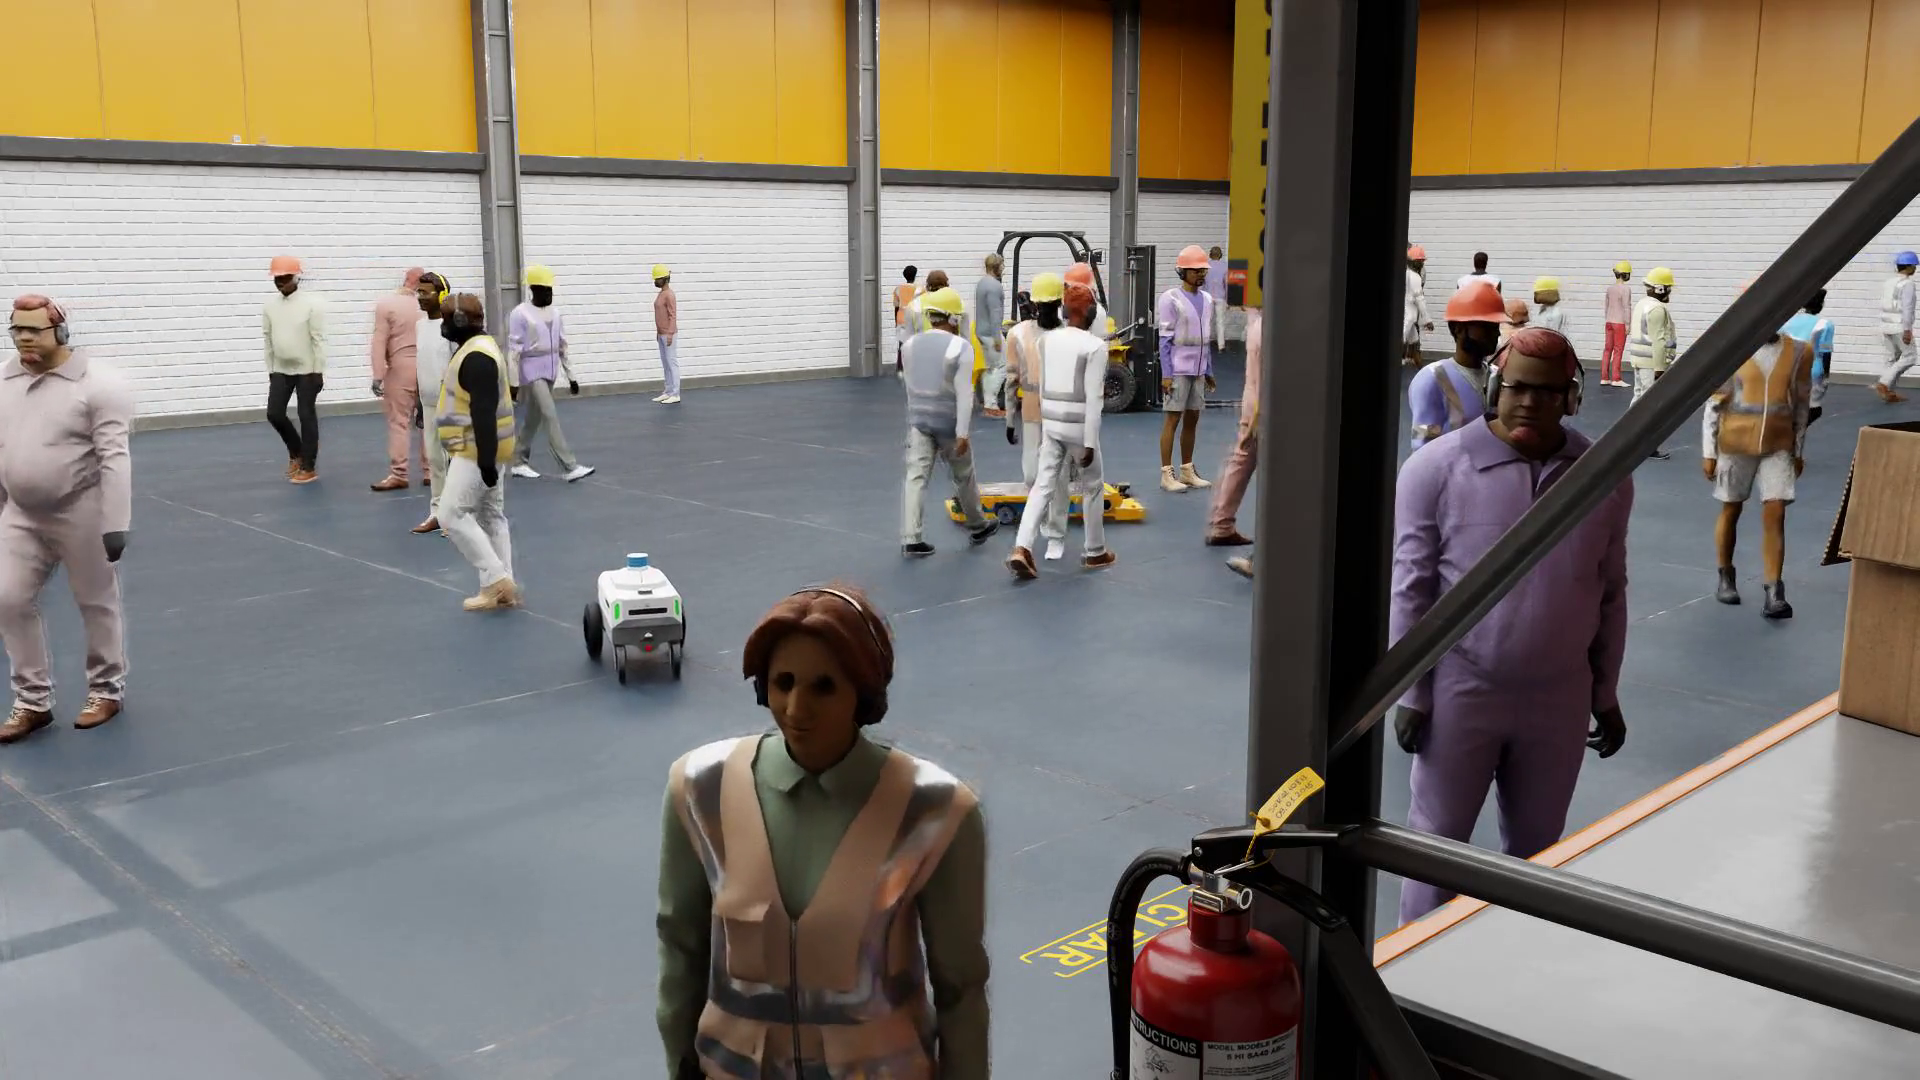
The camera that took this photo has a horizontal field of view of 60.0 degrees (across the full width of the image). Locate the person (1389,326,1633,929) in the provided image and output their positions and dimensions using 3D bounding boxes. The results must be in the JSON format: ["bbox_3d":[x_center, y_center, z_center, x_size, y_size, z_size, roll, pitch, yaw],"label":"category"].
[{"bbox_3d":[1.439,0.399,4.351,0.638,1.904,0.402,-1,10,-3],"label":"person"}]

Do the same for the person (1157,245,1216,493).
[{"bbox_3d":[1.910,-1.419,13.871,0.605,2.045,0.379,-9,13,-39],"label":"person"}]

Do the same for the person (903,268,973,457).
[{"bbox_3d":[-0.215,-1.688,15.954,0.671,1.821,0.512,1,10,4],"label":"person"}]

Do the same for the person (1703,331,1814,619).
[{"bbox_3d":[4.478,-0.514,9.339,0.572,1.891,0.929,2,11,13],"label":"person"}]

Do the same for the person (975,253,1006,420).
[{"bbox_3d":[0.384,-2.356,19.289,0.426,1.928,0.682,-2,11,-13],"label":"person"}]

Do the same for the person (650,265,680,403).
[{"bbox_3d":[-3.765,-2.619,21.199,0.326,1.760,0.524,-5,12,-27],"label":"person"}]

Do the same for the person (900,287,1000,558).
[{"bbox_3d":[-0.091,-0.796,11.182,0.590,1.775,0.946,7,12,32],"label":"person"}]

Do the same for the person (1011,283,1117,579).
[{"bbox_3d":[0.650,-0.677,10.395,0.586,1.848,0.961,9,14,40],"label":"person"}]

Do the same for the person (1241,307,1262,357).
[{"bbox_3d":[5.250,-4.219,29.306,0.615,1.987,0.402,-1,10,-6],"label":"person"}]

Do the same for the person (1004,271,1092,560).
[{"bbox_3d":[0.600,-0.835,11.091,0.597,1.905,0.653,2,11,11],"label":"person"}]

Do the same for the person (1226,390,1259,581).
[{"bbox_3d":[2.030,-0.636,10.298,0.997,1.786,0.511,-6,12,-31],"label":"person"}]

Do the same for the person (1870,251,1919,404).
[{"bbox_3d":[11.852,-2.673,20.991,0.429,1.936,0.630,1,10,6],"label":"person"}]

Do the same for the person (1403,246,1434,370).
[{"bbox_3d":[6.255,-3.081,23.123,1.094,1.984,0.612,0,10,-1],"label":"person"}]

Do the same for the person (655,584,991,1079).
[{"bbox_3d":[-0.212,0.861,2.558,0.539,1.624,0.386,2,11,11],"label":"person"}]

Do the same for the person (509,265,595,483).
[{"bbox_3d":[-3.590,-1.439,14.437,0.978,1.870,0.610,5,11,24],"label":"person"}]

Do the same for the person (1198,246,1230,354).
[{"bbox_3d":[4.611,-4.340,30.091,0.628,1.940,0.373,4,11,23],"label":"person"}]

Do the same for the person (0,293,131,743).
[{"bbox_3d":[-3.852,-0.085,7.021,0.687,1.880,0.719,1,10,3],"label":"person"}]

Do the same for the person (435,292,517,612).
[{"bbox_3d":[-2.747,-0.484,9.409,0.454,1.818,0.636,-2,11,-13],"label":"person"}]

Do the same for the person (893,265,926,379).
[{"bbox_3d":[-0.741,-3.218,24.658,0.533,1.692,0.321,4,11,20],"label":"person"}]

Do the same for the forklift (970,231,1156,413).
[{"bbox_3d":[1.222,-2.721,20.561,2.313,2.155,1.214,2,11,13],"label":"forklift"}]

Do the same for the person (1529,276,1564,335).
[{"bbox_3d":[5.921,-1.806,16.868,0.413,1.723,0.484,-2,11,-11],"label":"person"}]

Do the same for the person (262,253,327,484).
[{"bbox_3d":[-5.735,-1.468,14.330,0.615,1.980,0.422,2,11,10],"label":"person"}]

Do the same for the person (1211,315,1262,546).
[{"bbox_3d":[2.202,-0.845,11.275,1.014,1.839,0.654,0,10,-1],"label":"person"}]

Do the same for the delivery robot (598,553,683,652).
[{"bbox_3d":[-1.593,0.309,8.256,0.477,0.478,0.707,-3,11,-17],"label":"delivery robot"}]

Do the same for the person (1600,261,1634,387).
[{"bbox_3d":[9.309,-3.045,23.502,0.312,1.768,0.530,-3,11,-13],"label":"person"}]

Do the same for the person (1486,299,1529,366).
[{"bbox_3d":[4.584,-1.172,13.709,0.522,1.604,0.430,3,11,14],"label":"person"}]

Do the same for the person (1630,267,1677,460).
[{"bbox_3d":[6.639,-1.692,15.937,0.403,1.833,0.586,1,10,4],"label":"person"}]

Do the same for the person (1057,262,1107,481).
[{"bbox_3d":[0.884,-1.330,13.762,0.600,1.903,0.646,6,12,28],"label":"person"}]

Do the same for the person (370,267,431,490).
[{"bbox_3d":[-4.721,-1.371,14.122,0.805,1.865,0.418,-9,14,-41],"label":"person"}]

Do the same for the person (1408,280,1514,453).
[{"bbox_3d":[2.170,-0.140,7.180,0.543,1.941,0.355,-7,13,-34],"label":"person"}]

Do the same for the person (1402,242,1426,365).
[{"bbox_3d":[7.363,-3.932,27.588,0.676,2.000,0.536,-8,13,-37],"label":"person"}]

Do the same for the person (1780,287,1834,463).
[{"bbox_3d":[7.783,-1.523,15.441,0.478,1.683,0.536,-6,12,-30],"label":"person"}]

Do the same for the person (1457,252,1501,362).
[{"bbox_3d":[7.131,-3.013,22.932,0.612,1.905,0.541,5,11,24],"label":"person"}]

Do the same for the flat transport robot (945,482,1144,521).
[{"bbox_3d":[0.624,-0.295,12.582,1.431,0.197,0.652,-1,10,-5],"label":"flat transport robot"}]

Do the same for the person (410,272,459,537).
[{"bbox_3d":[-3.707,-0.958,11.825,0.514,1.876,0.328,6,12,31],"label":"person"}]
